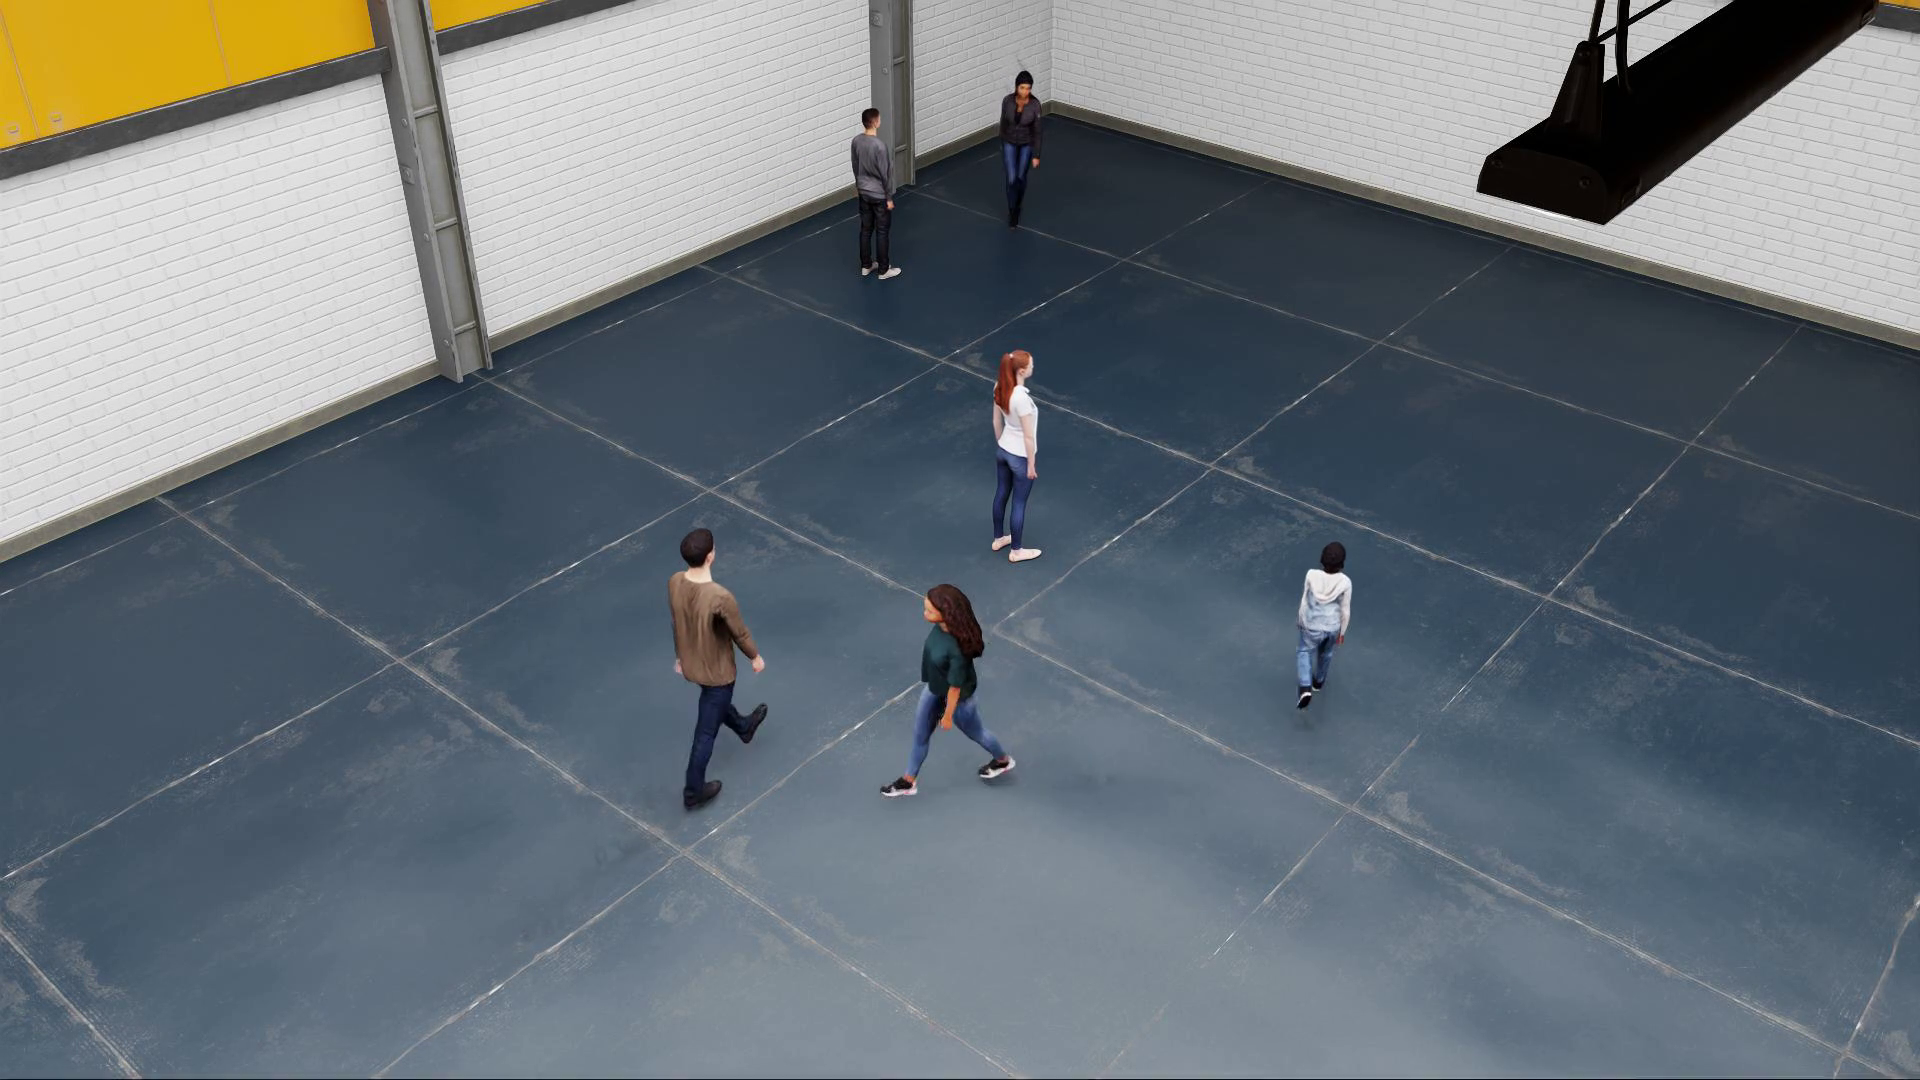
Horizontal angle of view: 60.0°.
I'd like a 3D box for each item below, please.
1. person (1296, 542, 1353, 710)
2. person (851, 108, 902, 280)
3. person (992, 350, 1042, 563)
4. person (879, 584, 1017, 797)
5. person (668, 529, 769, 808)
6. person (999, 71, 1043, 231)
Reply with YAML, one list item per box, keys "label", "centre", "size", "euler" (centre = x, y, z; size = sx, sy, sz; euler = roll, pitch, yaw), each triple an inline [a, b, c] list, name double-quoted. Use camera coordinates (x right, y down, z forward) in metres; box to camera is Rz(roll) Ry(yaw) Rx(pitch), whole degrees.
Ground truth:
- label: "person"
  centre: [2.412, 0.577, 11.162]
  size: [0.690, 1.246, 0.835]
  euler: [7, 34, 11]
- label: "person"
  centre: [-0.870, -3.507, 16.841]
  size: [0.630, 1.761, 0.557]
  euler: [21, 39, 28]
- label: "person"
  centre: [0.404, -0.642, 12.551]
  size: [0.608, 1.738, 0.630]
  euler: [-21, 39, -28]
- label: "person"
  centre: [0.040, 0.955, 10.306]
  size: [1.206, 1.564, 0.971]
  euler: [-10, 35, -15]
- label: "person"
  centre: [-1.595, 0.839, 10.243]
  size: [0.700, 1.827, 1.158]
  euler: [23, 40, 30]
- label: "person"
  centre: [0.626, -4.257, 18.022]
  size: [0.890, 1.704, 1.007]
  euler: [9, 35, 14]
